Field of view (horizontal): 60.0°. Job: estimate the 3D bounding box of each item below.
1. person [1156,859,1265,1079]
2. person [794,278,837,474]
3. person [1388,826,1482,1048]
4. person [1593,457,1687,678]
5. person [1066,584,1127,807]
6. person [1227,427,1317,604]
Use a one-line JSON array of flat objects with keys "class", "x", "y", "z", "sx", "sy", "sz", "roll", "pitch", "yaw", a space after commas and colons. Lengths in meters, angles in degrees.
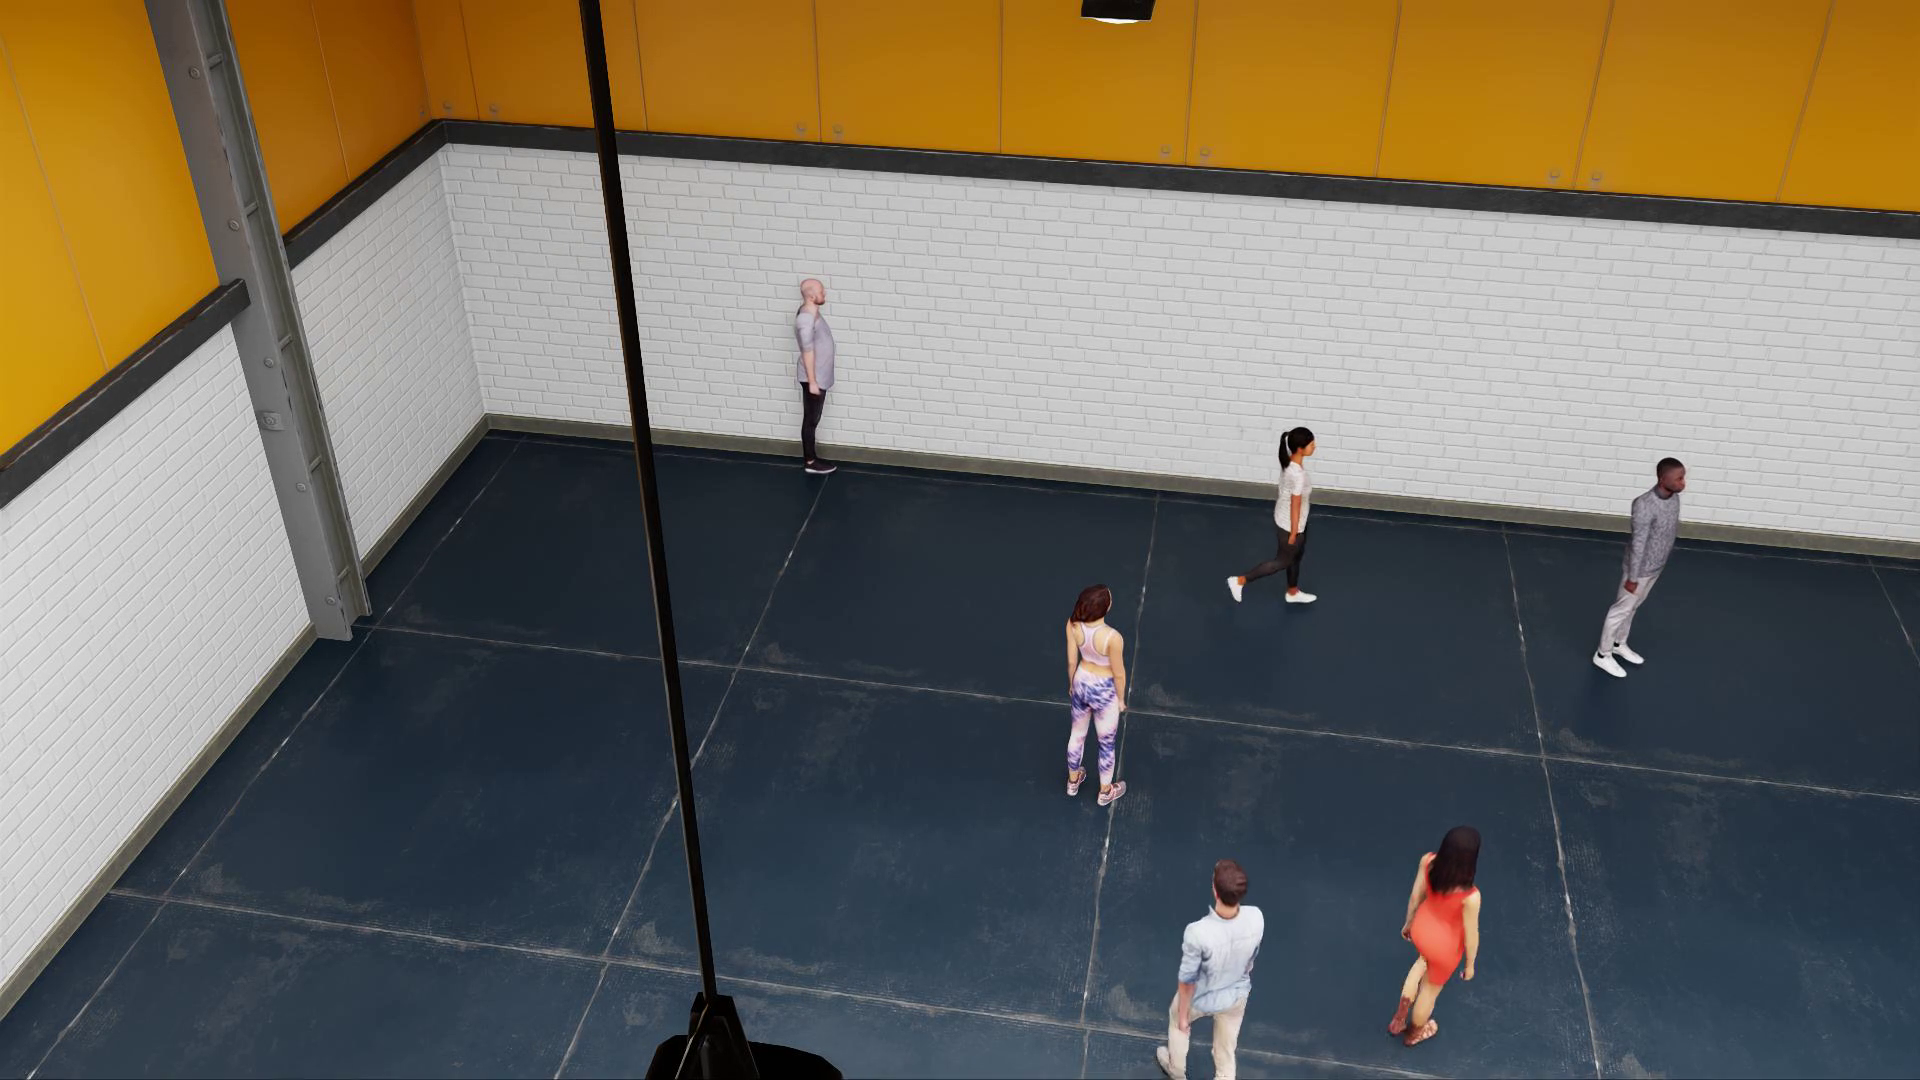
[{"class": "person", "x": 1.398, "y": 2.509, "z": 8.884, "sx": 0.882, "sy": 1.824, "sz": 1.006, "roll": -9, "pitch": 35, "yaw": -13}, {"class": "person", "x": -1.309, "y": -1.494, "z": 14.894, "sx": 0.752, "sy": 1.837, "sz": 0.573, "roll": 1, "pitch": 34, "yaw": 1}, {"class": "person", "x": 2.621, "y": 2.281, "z": 9.329, "sx": 0.809, "sy": 1.711, "sz": 0.744, "roll": -20, "pitch": 38, "yaw": -27}, {"class": "person", "x": 5.077, "y": 0.171, "z": 12.391, "sx": 0.700, "sy": 1.836, "sz": 0.813, "roll": -28, "pitch": 43, "yaw": -36}, {"class": "person", "x": 0.910, "y": 1.027, "z": 11.165, "sx": 0.667, "sy": 1.767, "sz": 0.662, "roll": 18, "pitch": 38, "yaw": 26}, {"class": "person", "x": 2.510, "y": -0.149, "z": 13.064, "sx": 0.735, "sy": 1.624, "sz": 0.954, "roll": 0, "pitch": 34, "yaw": 0}]
